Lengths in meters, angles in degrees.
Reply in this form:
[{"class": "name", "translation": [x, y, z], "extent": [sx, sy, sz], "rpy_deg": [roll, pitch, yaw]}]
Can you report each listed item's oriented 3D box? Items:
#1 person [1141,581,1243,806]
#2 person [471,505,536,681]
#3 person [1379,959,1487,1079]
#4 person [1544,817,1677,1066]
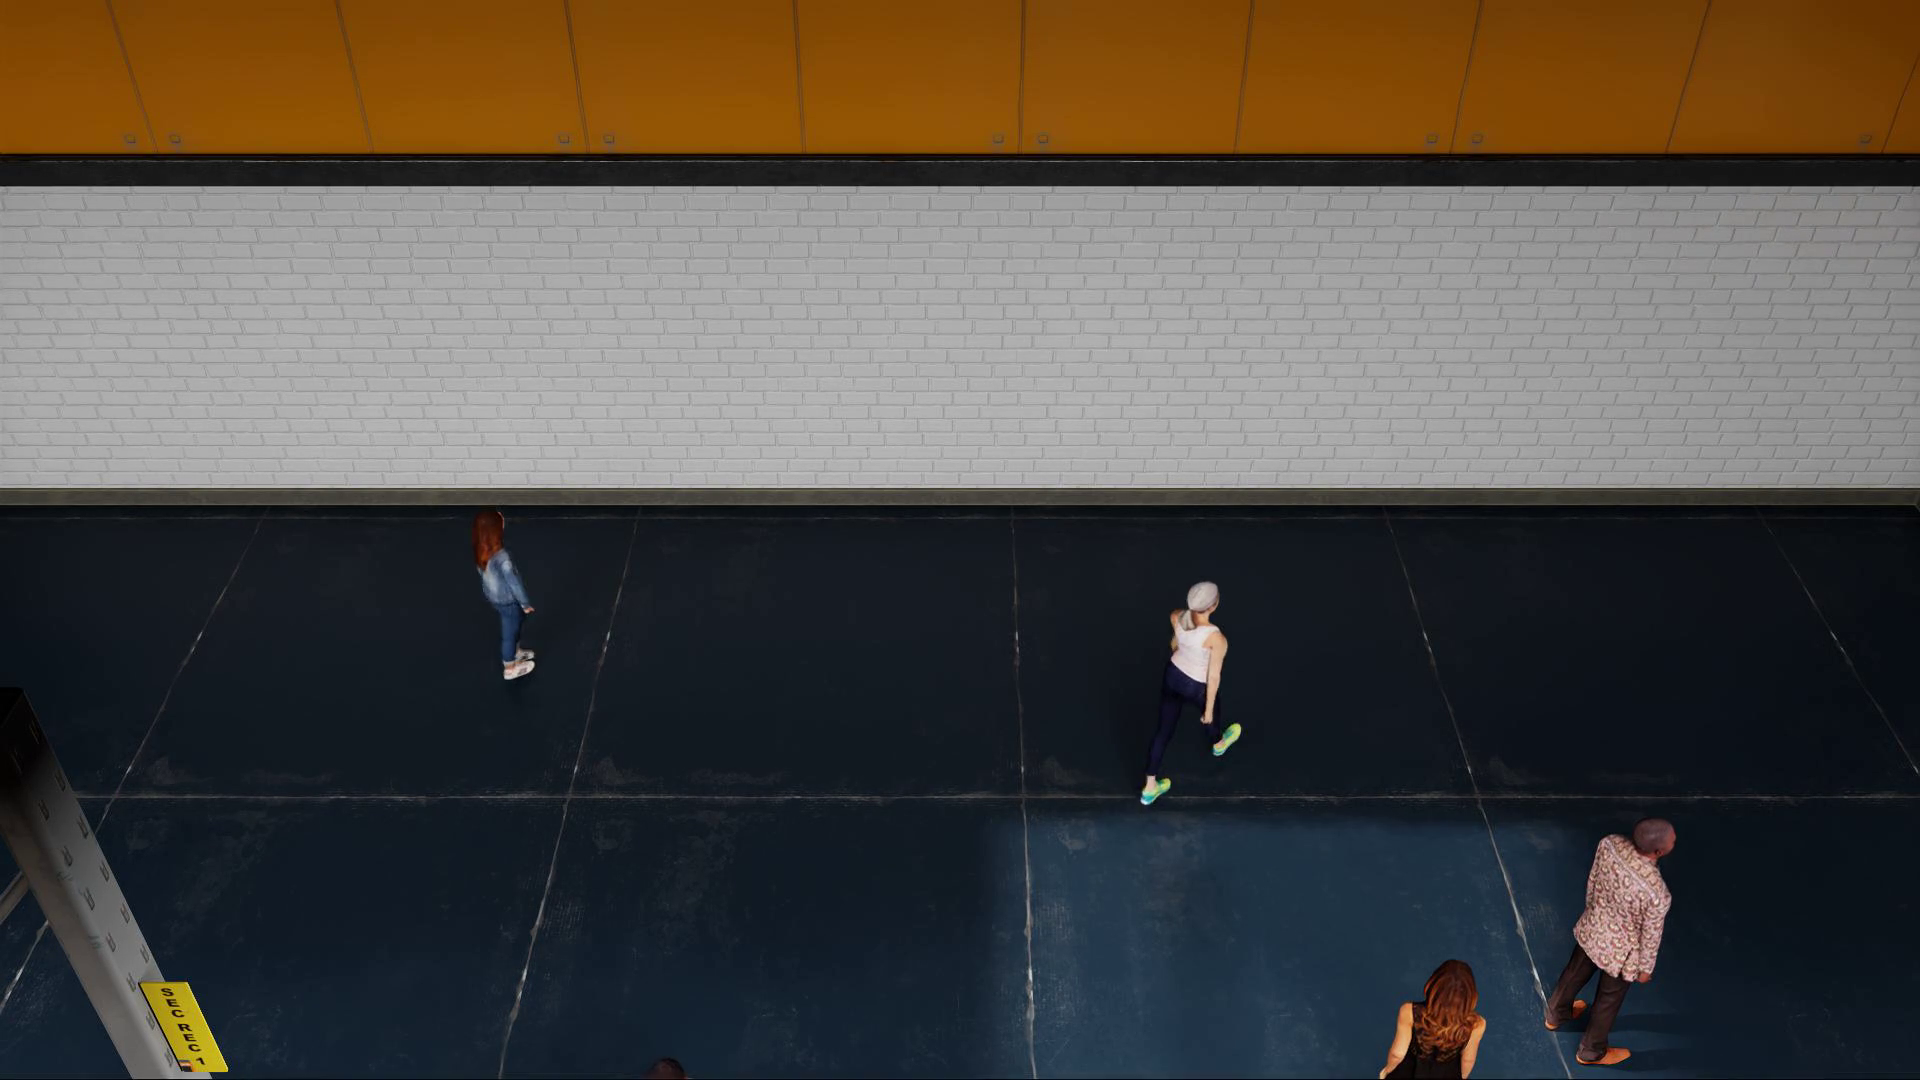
[{"class": "person", "translation": [1.384, 0.993, 10.516], "extent": [1.183, 1.652, 1.132], "rpy_deg": [-31, 48, -33]}, {"class": "person", "translation": [-3.193, 0.402, 11.403], "extent": [0.739, 1.470, 0.665], "rpy_deg": [-28, 46, -30]}, {"class": "person", "translation": [2.293, 2.695, 8.239], "extent": [0.614, 1.835, 0.577], "rpy_deg": [7, 39, 8]}, {"class": "person", "translation": [3.521, 2.140, 8.955], "extent": [0.816, 1.808, 0.665], "rpy_deg": [-14, 41, -16]}]
